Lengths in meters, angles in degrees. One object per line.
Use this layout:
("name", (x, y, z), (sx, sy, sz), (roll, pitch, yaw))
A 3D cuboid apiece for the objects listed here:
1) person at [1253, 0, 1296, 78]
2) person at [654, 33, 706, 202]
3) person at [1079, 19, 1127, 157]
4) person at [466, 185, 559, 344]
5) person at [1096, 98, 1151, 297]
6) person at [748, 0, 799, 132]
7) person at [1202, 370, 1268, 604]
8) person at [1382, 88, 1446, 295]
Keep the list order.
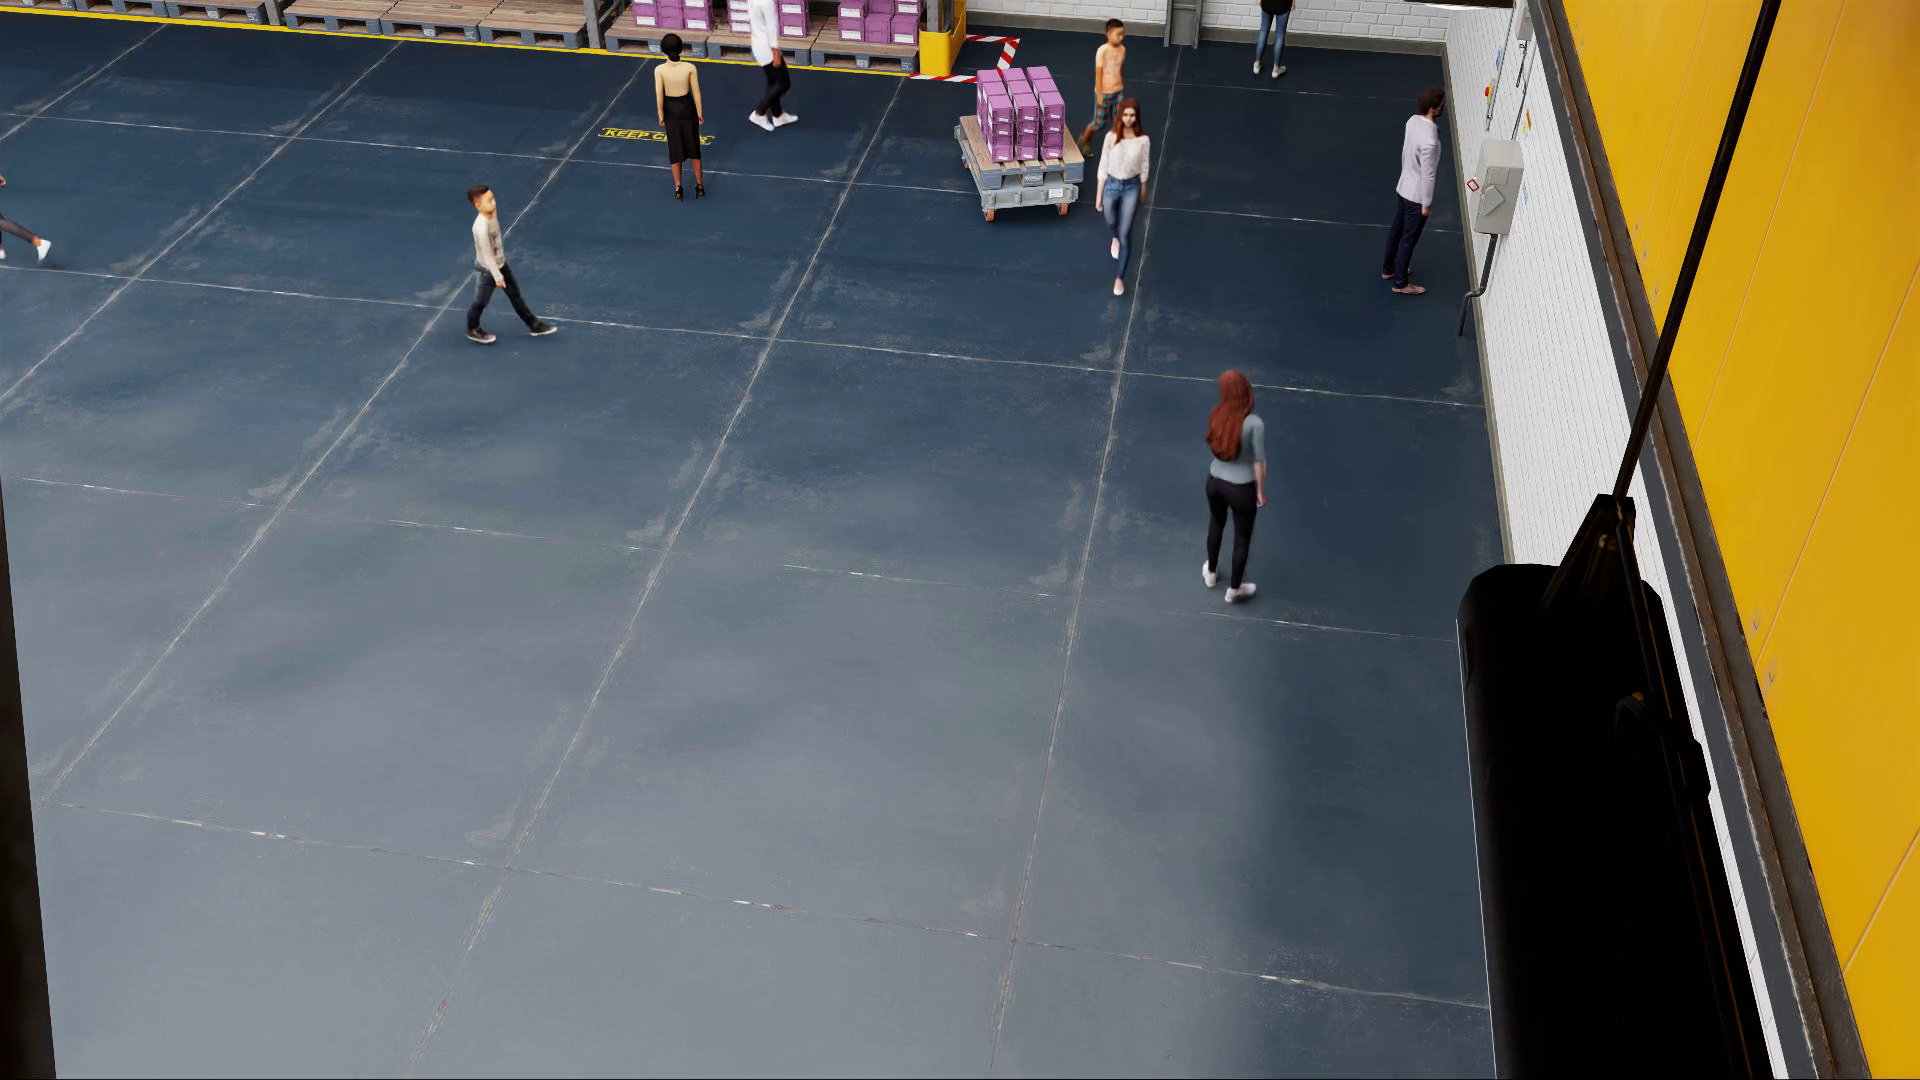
("person", (3.486, -5.947, 18.293), (0.588, 1.639, 0.703), (20, 43, 23))
("person", (-2.676, -4.039, 15.894), (0.591, 1.653, 0.715), (-7, 39, -9))
("person", (1.446, -4.479, 16.610), (0.859, 1.447, 0.913), (-24, 44, -27))
("person", (-3.973, -2.266, 13.854), (0.994, 1.427, 0.605), (4, 39, 5))
("person", (1.427, -3.117, 14.709), (1.097, 1.691, 0.693), (9, 39, 11))
("person", (-2.012, -5.051, 17.046), (0.967, 1.797, 0.895), (-16, 41, -19))
("person", (1.807, -0.350, 11.228), (0.806, 1.710, 0.703), (-22, 43, -25))
("person", (3.967, -3.058, 14.505), (0.690, 1.853, 0.742), (-5, 39, -6))
